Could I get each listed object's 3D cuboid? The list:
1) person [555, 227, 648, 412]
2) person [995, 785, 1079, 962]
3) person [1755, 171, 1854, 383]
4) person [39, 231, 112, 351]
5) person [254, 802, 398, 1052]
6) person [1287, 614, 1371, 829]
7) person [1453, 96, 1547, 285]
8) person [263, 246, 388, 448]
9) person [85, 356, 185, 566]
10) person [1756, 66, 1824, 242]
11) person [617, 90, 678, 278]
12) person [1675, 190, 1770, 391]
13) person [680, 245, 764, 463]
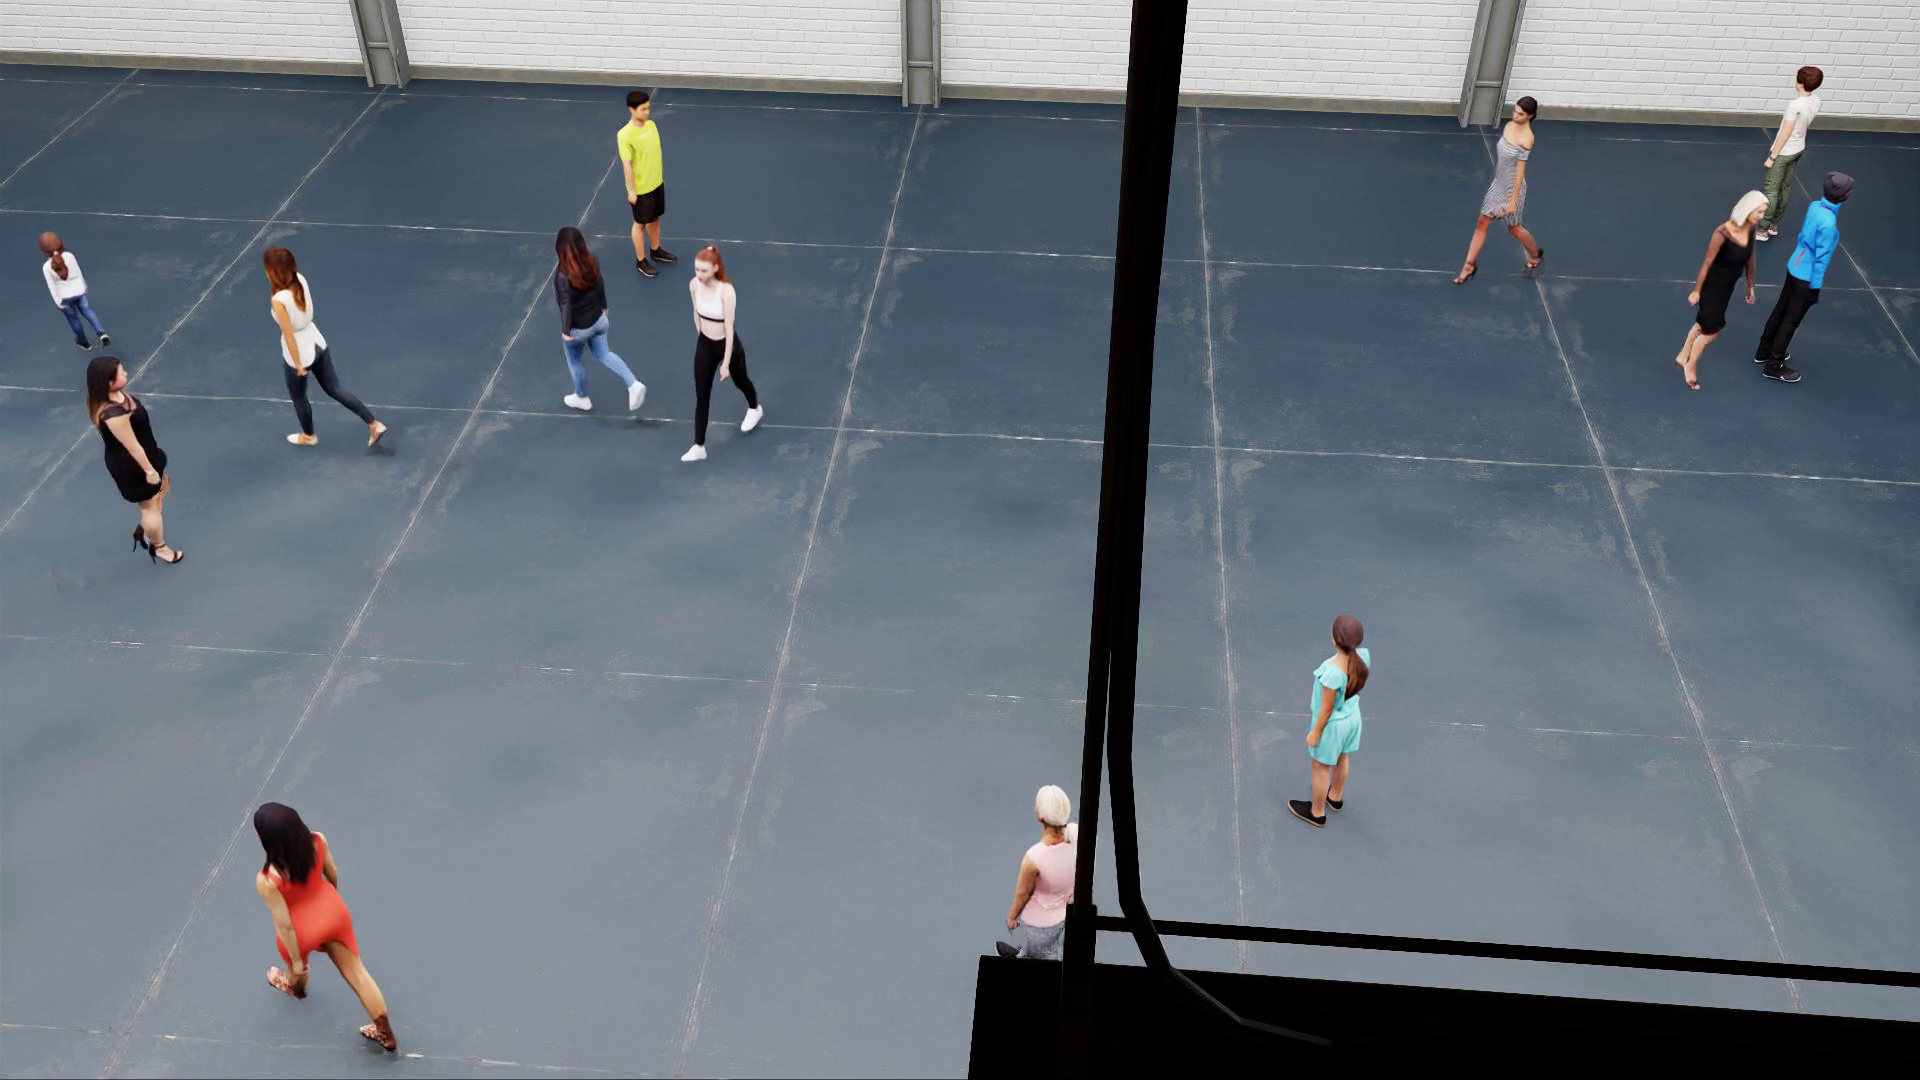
[{"bbox_3d":[-2.868,-1.677,13.027,1.093,1.612,0.908,18,42,22],"label":"person"},{"bbox_3d":[0.504,1.955,8.422,1.075,1.684,1.090,-24,44,-27],"label":"person"},{"bbox_3d":[6.831,-2.152,13.478,0.523,1.792,0.602,4,39,5],"label":"person"},{"bbox_3d":[-7.419,-2.069,13.924,0.713,1.105,0.617,25,45,28],"label":"person"},{"bbox_3d":[-3.187,1.995,8.388,1.211,1.663,0.948,21,43,24],"label":"person"},{"bbox_3d":[2.183,1.045,9.662,0.640,1.558,0.701,-28,46,-30],"label":"person"},{"bbox_3d":[4.902,-3.035,14.589,1.175,1.785,0.859,-8,39,-10],"label":"person"},{"bbox_3d":[-4.854,-1.410,12.579,1.109,1.753,0.716,10,40,12],"label":"person"},{"bbox_3d":[-5.781,-0.500,11.479,0.861,1.705,0.808,-25,45,-28],"label":"person"},{"bbox_3d":[7.638,-3.577,15.374,0.653,1.652,0.729,-23,44,-27],"label":"person"},{"bbox_3d":[-2.828,-3.215,14.877,0.653,1.707,0.694,18,42,21],"label":"person"},{"bbox_3d":[6.056,-2.072,13.430,0.724,1.726,0.794,-19,42,-22],"label":"person"},{"bbox_3d":[-1.762,-1.473,12.710,1.204,1.690,0.998,19,42,22],"label":"person"}]
